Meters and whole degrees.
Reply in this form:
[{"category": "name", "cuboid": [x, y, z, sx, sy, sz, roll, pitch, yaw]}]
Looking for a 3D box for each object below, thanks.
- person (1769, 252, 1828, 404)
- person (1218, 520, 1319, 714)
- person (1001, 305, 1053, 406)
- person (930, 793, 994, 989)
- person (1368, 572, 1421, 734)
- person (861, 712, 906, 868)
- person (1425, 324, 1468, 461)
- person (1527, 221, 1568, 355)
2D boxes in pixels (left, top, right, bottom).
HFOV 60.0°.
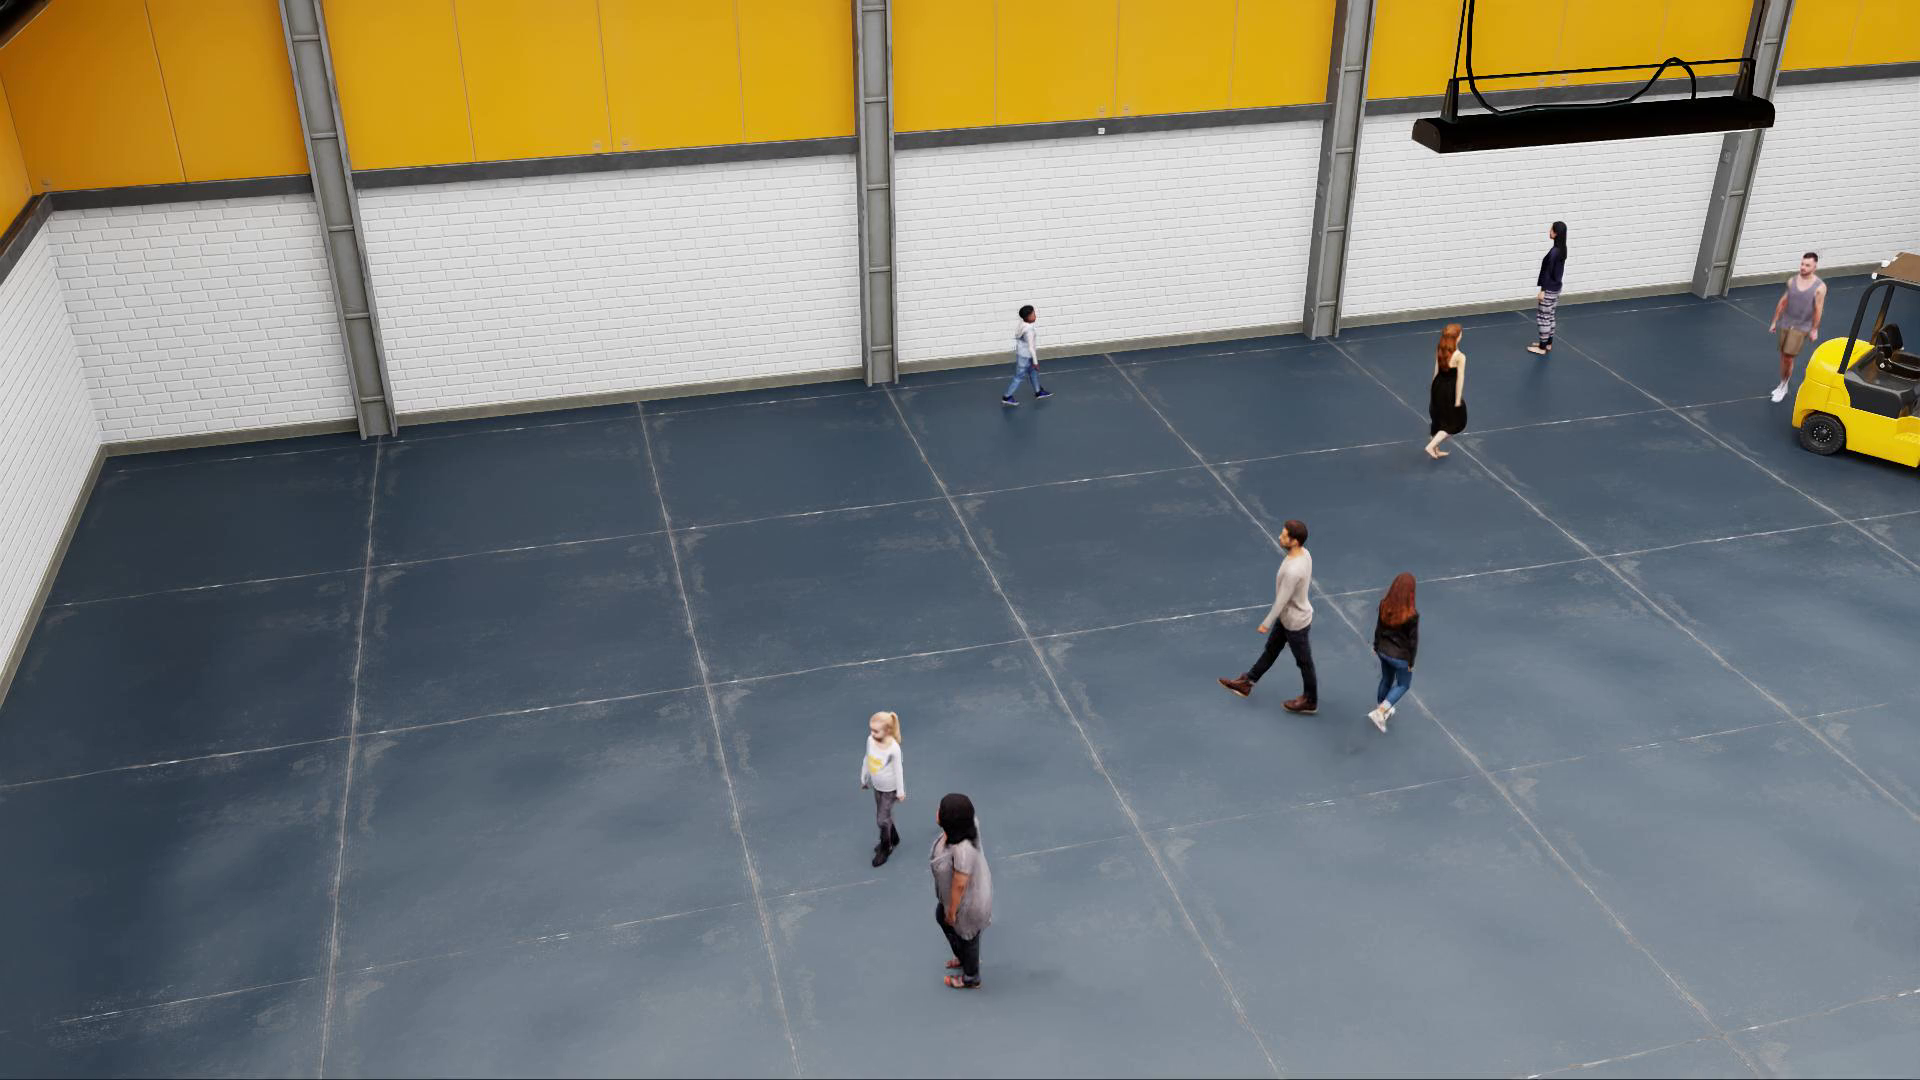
[{"category": "person", "cuboid": [10.038, -2.577, 19.886, 0.860, 1.830, 0.786, -19, 34, -31]}, {"category": "person", "cuboid": [2.893, 0.696, 13.954, 1.186, 1.828, 0.938, 4, 29, 8]}, {"category": "person", "cuboid": [0.723, -2.193, 19.874, 0.872, 1.231, 0.499, -7, 29, -13]}, {"category": "person", "cuboid": [0.094, 2.355, 11.151, 0.755, 1.599, 0.735, 1, 29, 2]}, {"category": "person", "cuboid": [3.583, 0.959, 13.845, 0.821, 1.471, 0.720, -22, 36, -35]}, {"category": "person", "cuboid": [-0.515, 1.812, 12.493, 0.686, 1.268, 0.624, -25, 37, -38]}, {"category": "person", "cuboid": [5.315, -1.605, 18.391, 0.792, 1.618, 0.694, -16, 33, -27]}, {"category": "person", "cuboid": [7.559, -3.229, 21.249, 0.725, 1.732, 0.648, 18, 34, 30]}]
